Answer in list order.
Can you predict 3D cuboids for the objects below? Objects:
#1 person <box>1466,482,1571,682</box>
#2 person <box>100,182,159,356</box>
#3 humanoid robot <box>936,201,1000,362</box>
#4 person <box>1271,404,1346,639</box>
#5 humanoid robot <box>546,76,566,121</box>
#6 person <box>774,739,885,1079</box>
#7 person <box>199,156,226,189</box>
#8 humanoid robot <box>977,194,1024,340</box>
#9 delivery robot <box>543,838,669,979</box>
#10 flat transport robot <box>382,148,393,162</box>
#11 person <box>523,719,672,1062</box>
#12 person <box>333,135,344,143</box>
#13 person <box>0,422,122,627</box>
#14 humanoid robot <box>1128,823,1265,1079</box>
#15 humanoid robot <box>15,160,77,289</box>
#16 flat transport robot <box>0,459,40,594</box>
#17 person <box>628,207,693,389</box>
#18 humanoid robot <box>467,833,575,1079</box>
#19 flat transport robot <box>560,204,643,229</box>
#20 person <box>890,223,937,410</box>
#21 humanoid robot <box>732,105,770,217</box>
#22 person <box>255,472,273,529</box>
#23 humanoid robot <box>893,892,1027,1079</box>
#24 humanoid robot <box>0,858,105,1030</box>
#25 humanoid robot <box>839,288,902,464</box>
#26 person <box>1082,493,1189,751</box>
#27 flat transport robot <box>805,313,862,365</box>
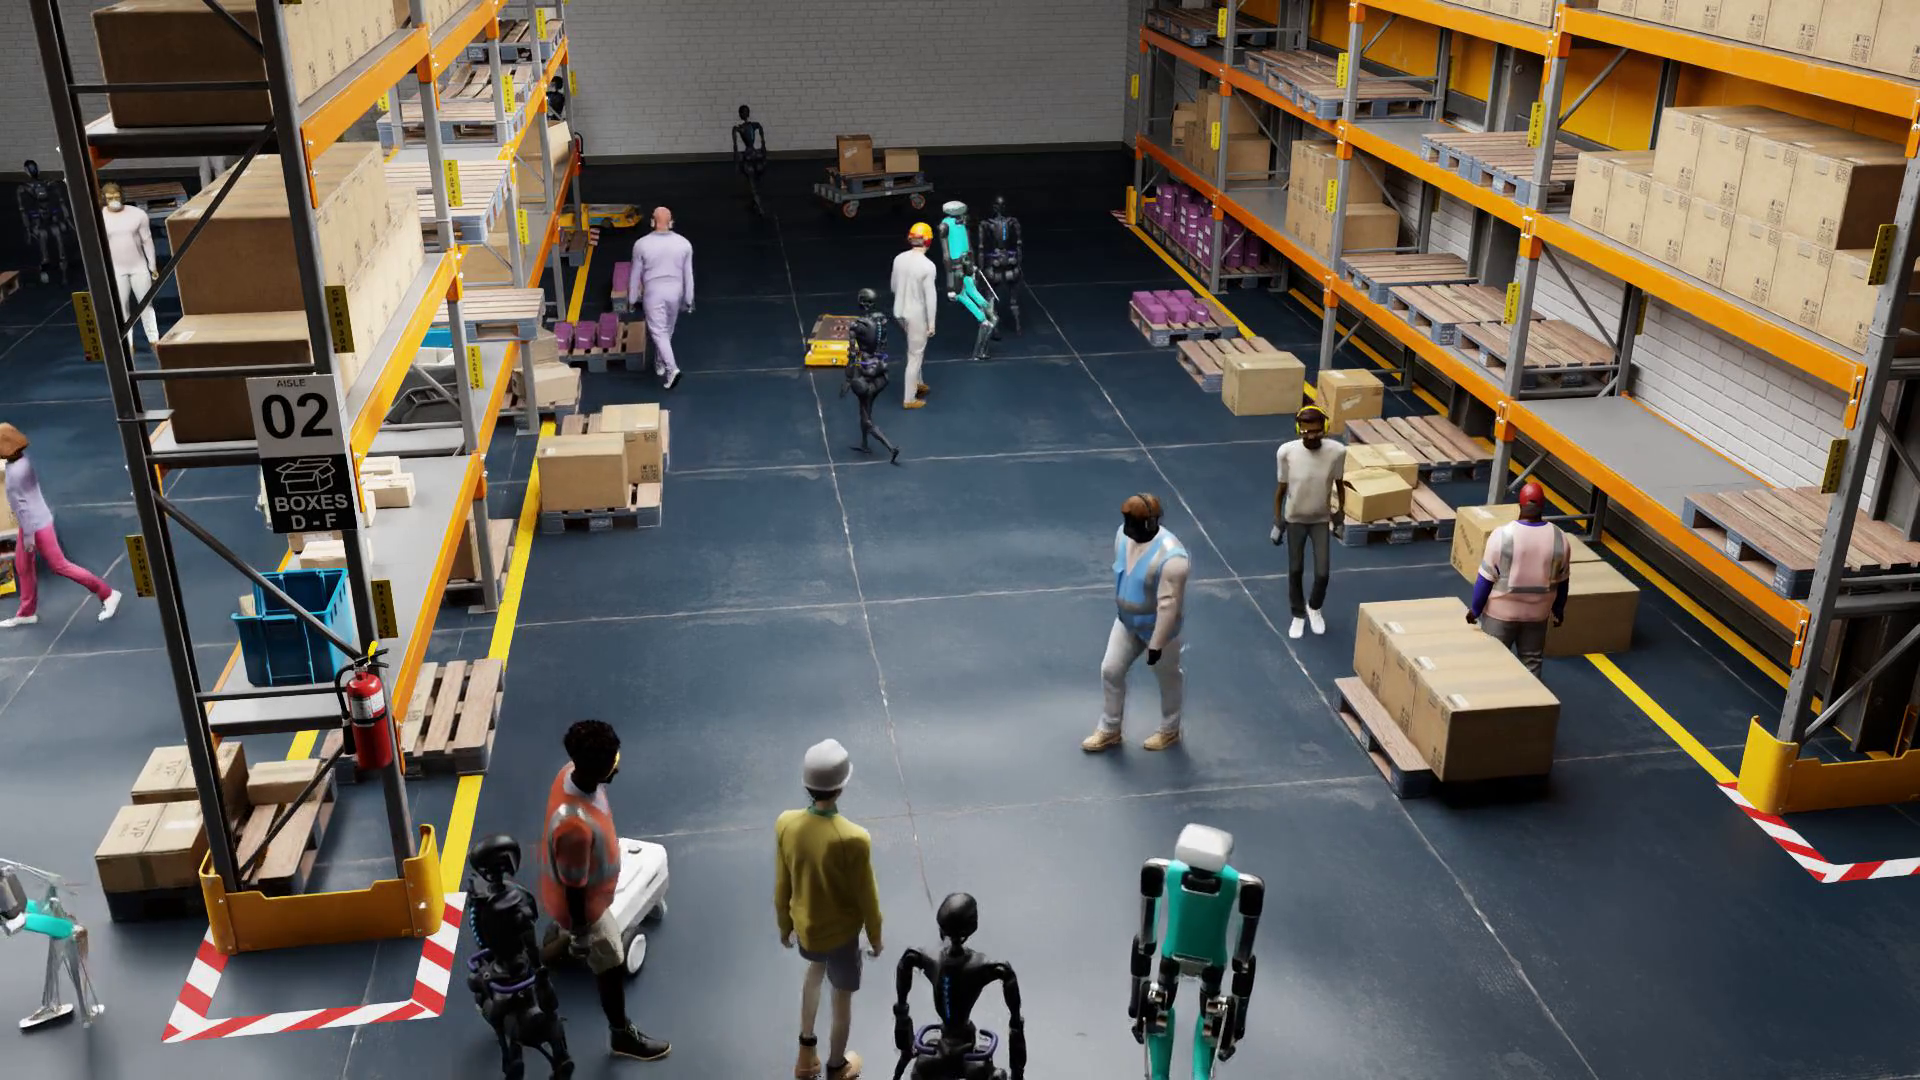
[{"bbox_3d":[3.613,0.451,10.806,0.617,1.750,0.419,1,24,2],"label":"person"},{"bbox_3d":[-9.237,-3.005,18.450,0.634,1.936,0.354,-13,27,-28],"label":"person"},{"bbox_3d":[0.154,-2.794,18.199,0.777,1.761,0.547,15,28,30],"label":"humanoid robot"},{"bbox_3d":[2.517,-0.127,12.016,0.532,1.835,0.439,3,24,7],"label":"person"},{"bbox_3d":[-6.643,-6.825,27.489,0.608,1.647,0.445,12,26,24],"label":"humanoid robot"},{"bbox_3d":[-0.598,1.766,7.646,0.506,1.876,0.448,9,25,20],"label":"person"},{"bbox_3d":[-11.535,-6.079,25.592,0.645,1.831,0.486,17,29,33],"label":"person"},{"bbox_3d":[0.480,-3.125,19.054,0.605,1.638,0.371,-10,26,-22],"label":"humanoid robot"},{"bbox_3d":[-1.867,1.954,8.890,0.510,0.610,0.782,7,25,16],"label":"delivery robot"},{"bbox_3d":[-8.886,-4.939,24.930,1.431,0.231,0.659,-1,24,-2],"label":"flat transport robot"},{"bbox_3d":[-1.875,1.669,7.827,0.843,1.920,0.644,-4,24,-8],"label":"person"},{"bbox_3d":[-9.876,-6.251,26.235,0.381,1.623,0.502,-12,26,-25],"label":"person"},{"bbox_3d":[-6.787,-0.121,12.313,0.808,1.596,0.519,-14,27,-29],"label":"person"},{"bbox_3d":[0.927,2.157,7.003,0.548,1.754,0.990,6,25,14],"label":"humanoid robot"},{"bbox_3d":[-11.574,-4.011,21.073,0.426,1.645,0.615,21,31,40],"label":"humanoid robot"},{"bbox_3d":[-7.987,0.150,13.336,0.659,0.231,1.431,-13,27,-27],"label":"flat transport robot"},{"bbox_3d":[-3.119,-2.546,17.509,0.690,1.862,0.908,-10,25,-21],"label":"person"},{"bbox_3d":[-1.972,1.999,7.371,0.593,1.657,0.339,21,31,39],"label":"humanoid robot"},{"bbox_3d":[-5.462,-4.788,24.586,1.431,0.231,0.659,1,24,2],"label":"flat transport robot"},{"bbox_3d":[-0.477,-2.292,16.952,0.573,1.838,0.696,18,30,35],"label":"person"},{"bbox_3d":[-3.098,-5.685,24.959,0.589,1.624,0.753,-17,29,-34],"label":"humanoid robot"},{"bbox_3d":[-5.813,-0.929,13.976,0.443,1.729,0.609,-3,24,-6],"label":"person"},{"bbox_3d":[-0.018,2.217,6.925,0.610,1.633,0.735,6,24,13],"label":"humanoid robot"},{"bbox_3d":[-4.617,1.668,8.088,0.558,1.798,0.806,11,26,24],"label":"humanoid robot"},{"bbox_3d":[-0.795,-1.529,15.458,0.701,1.643,0.602,16,29,33],"label":"humanoid robot"},{"bbox_3d":[1.126,0.554,10.503,0.764,1.807,0.633,-17,29,-34],"label":"person"},{"bbox_3d":[-1.345,-2.274,18.859,0.659,0.231,1.431,1,24,2],"label":"flat transport robot"}]
